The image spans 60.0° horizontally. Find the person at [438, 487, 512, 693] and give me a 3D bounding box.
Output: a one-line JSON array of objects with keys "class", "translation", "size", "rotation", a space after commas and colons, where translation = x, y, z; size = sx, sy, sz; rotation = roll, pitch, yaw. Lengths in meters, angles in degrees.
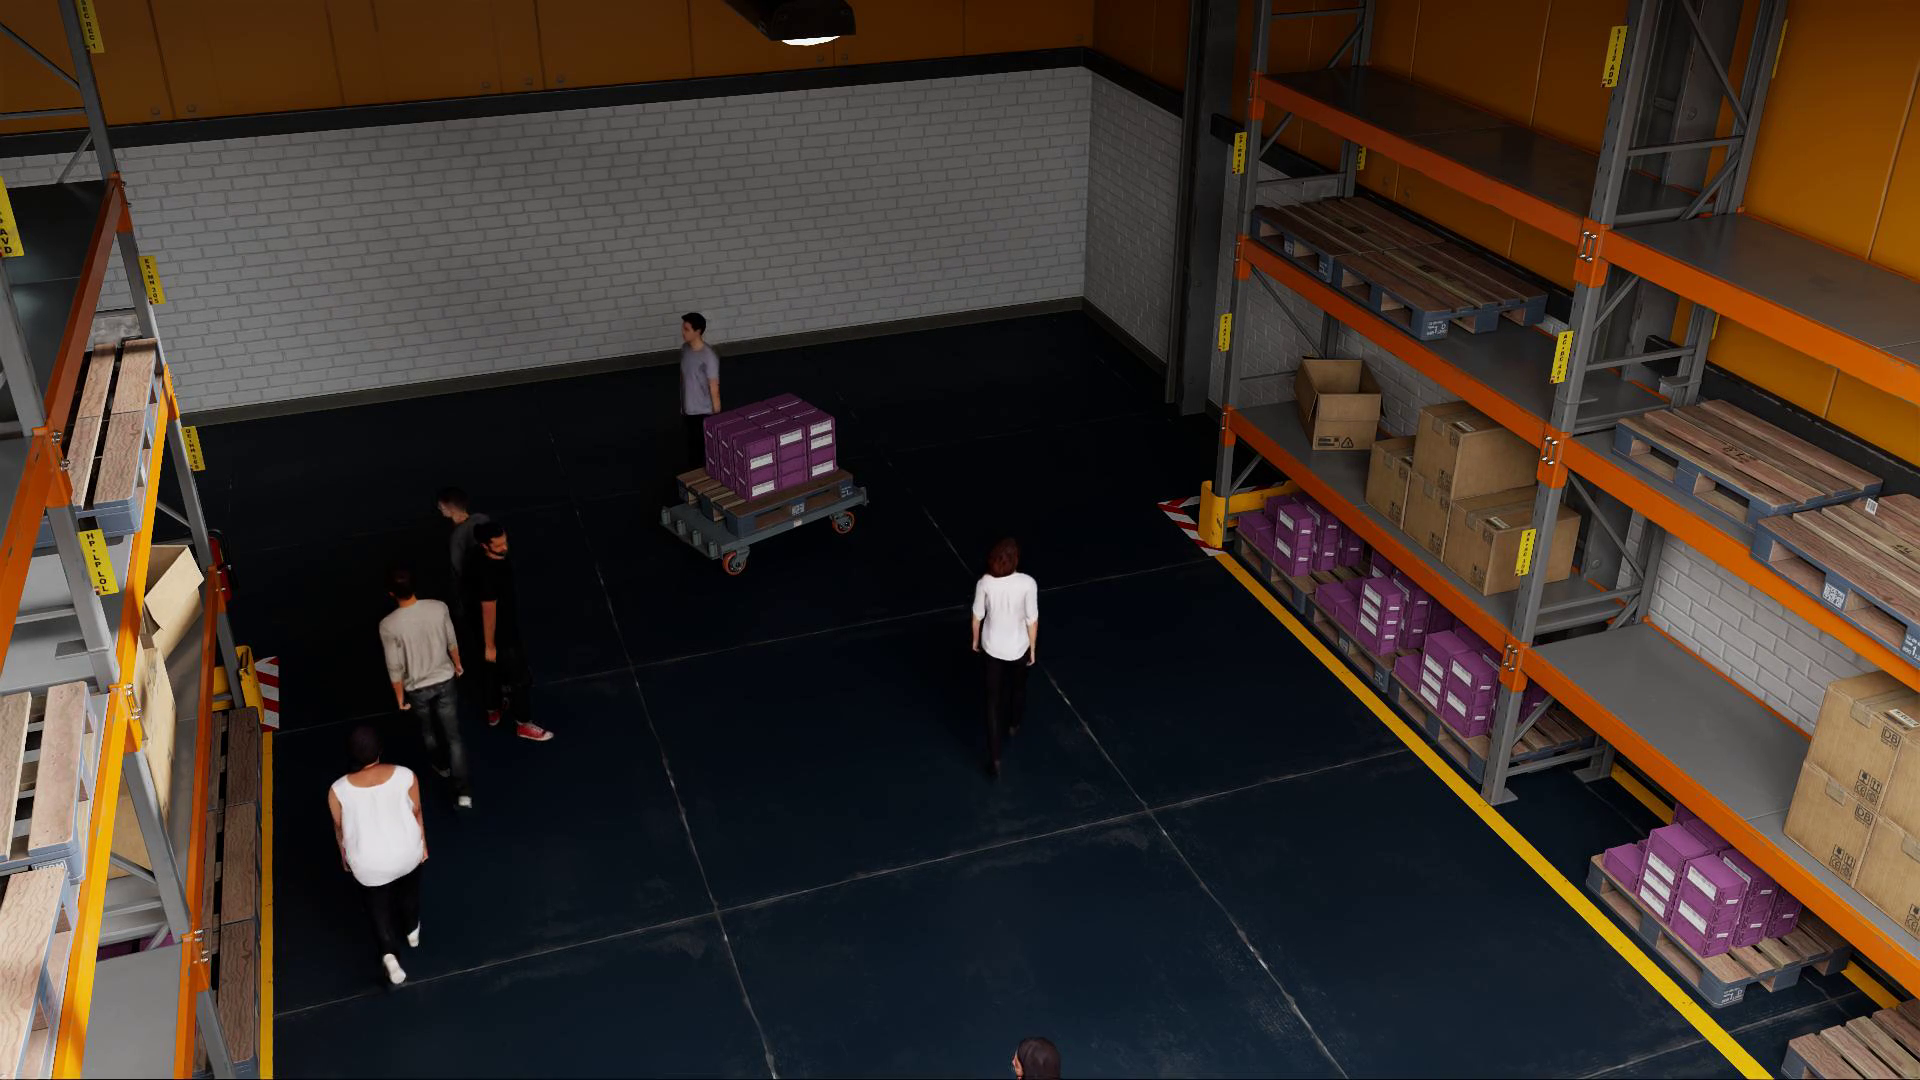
[{"class": "person", "translation": [-3.455, 0.400, 12.196], "size": [0.831, 1.744, 0.752], "rotation": [11, 30, 19]}]

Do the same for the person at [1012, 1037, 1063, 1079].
[{"class": "person", "translation": [0.355, 2.944, 7.503], "size": [0.733, 1.774, 0.652], "rotation": [8, 30, 14]}]

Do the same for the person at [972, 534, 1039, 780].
[{"class": "person", "translation": [0.291, 0.826, 11.391], "size": [0.855, 1.769, 1.085], "rotation": [2, 29, 3]}]

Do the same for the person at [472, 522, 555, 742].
[{"class": "person", "translation": [-3.305, 0.641, 11.762], "size": [0.843, 1.738, 0.583], "rotation": [-13, 31, -22]}]

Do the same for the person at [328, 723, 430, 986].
[{"class": "person", "translation": [-3.348, 1.827, 9.661], "size": [0.650, 1.668, 0.940], "rotation": [-10, 30, -18]}]

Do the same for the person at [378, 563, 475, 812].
[{"class": "person", "translation": [-3.492, 1.002, 11.058], "size": [0.793, 1.779, 1.167], "rotation": [-14, 32, -25]}]
